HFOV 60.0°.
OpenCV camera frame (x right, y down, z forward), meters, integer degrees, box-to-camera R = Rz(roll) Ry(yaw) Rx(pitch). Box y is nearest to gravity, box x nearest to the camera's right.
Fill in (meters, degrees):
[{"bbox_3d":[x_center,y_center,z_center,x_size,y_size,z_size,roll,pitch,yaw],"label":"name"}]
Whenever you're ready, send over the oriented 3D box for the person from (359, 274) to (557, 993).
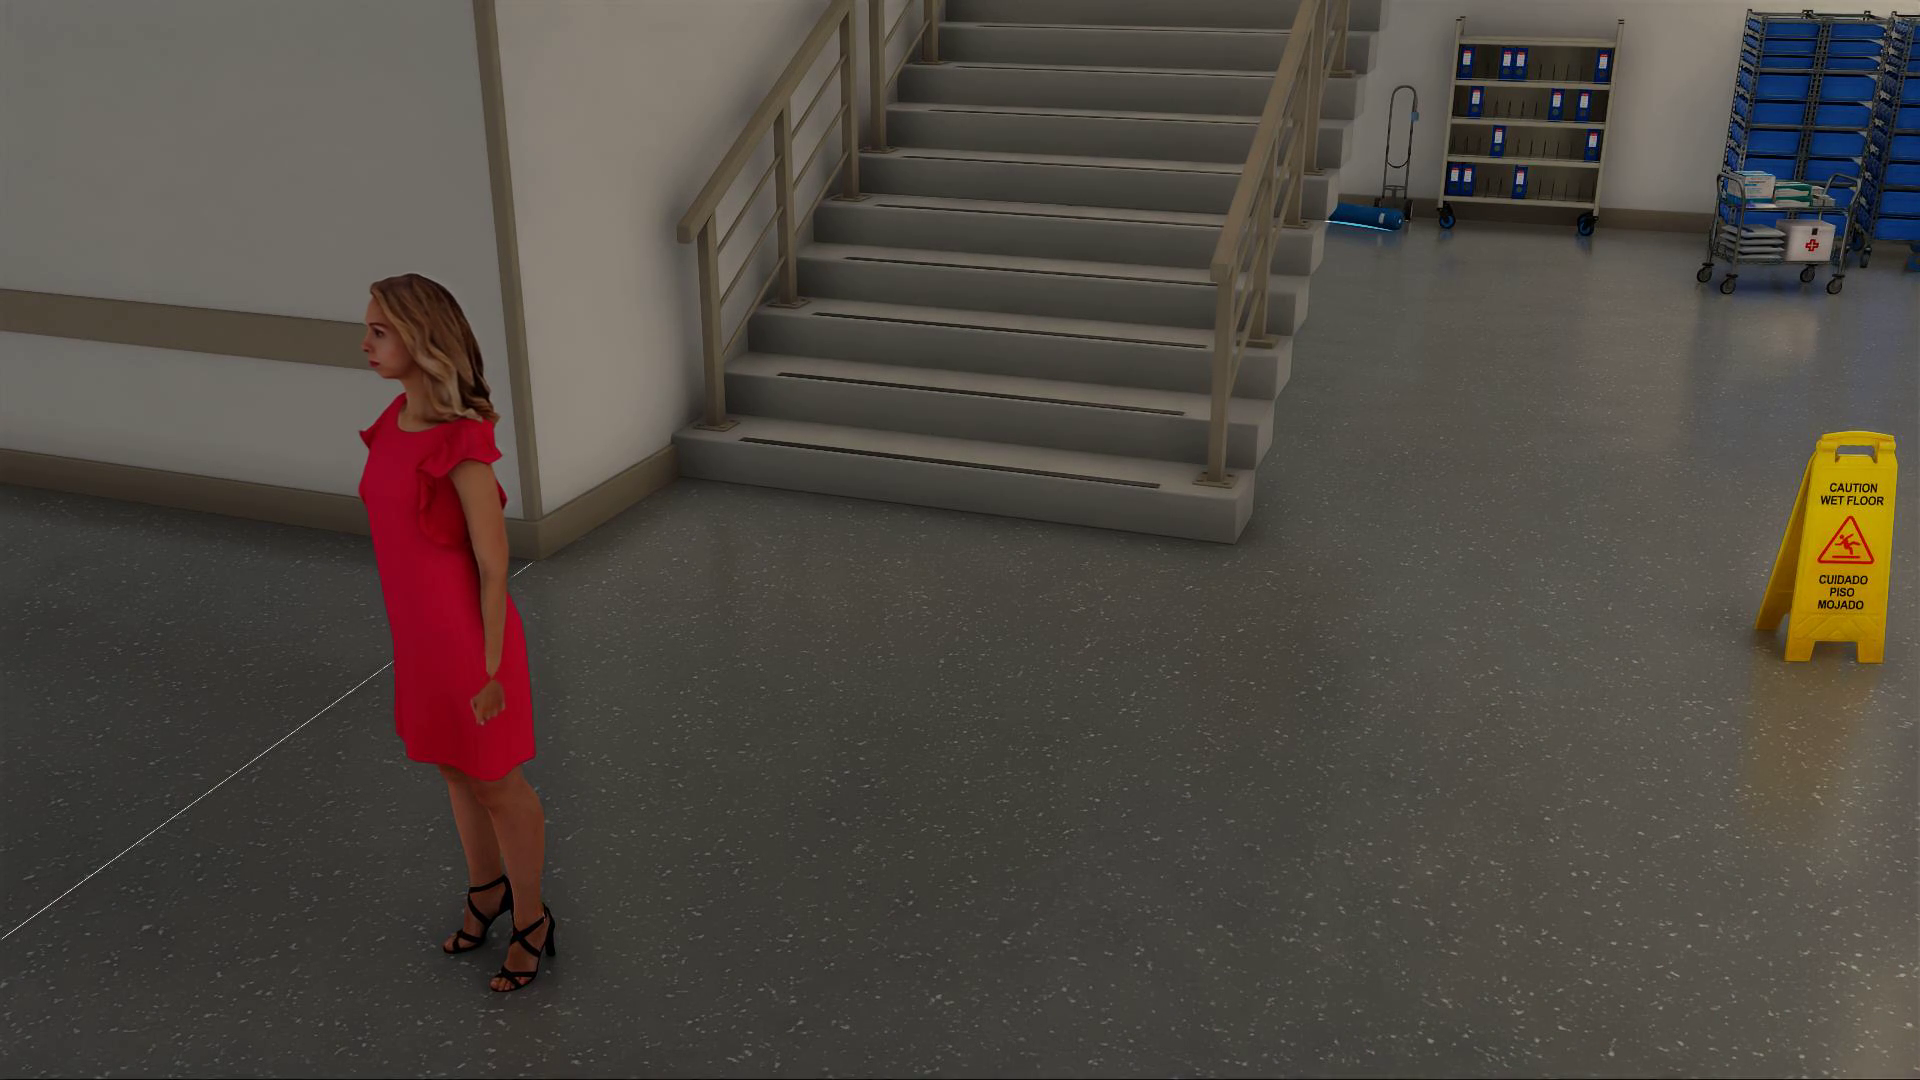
[{"bbox_3d":[-1.142,0.232,3.818,0.673,1.728,0.658,-19,28,-40],"label":"person"}]
